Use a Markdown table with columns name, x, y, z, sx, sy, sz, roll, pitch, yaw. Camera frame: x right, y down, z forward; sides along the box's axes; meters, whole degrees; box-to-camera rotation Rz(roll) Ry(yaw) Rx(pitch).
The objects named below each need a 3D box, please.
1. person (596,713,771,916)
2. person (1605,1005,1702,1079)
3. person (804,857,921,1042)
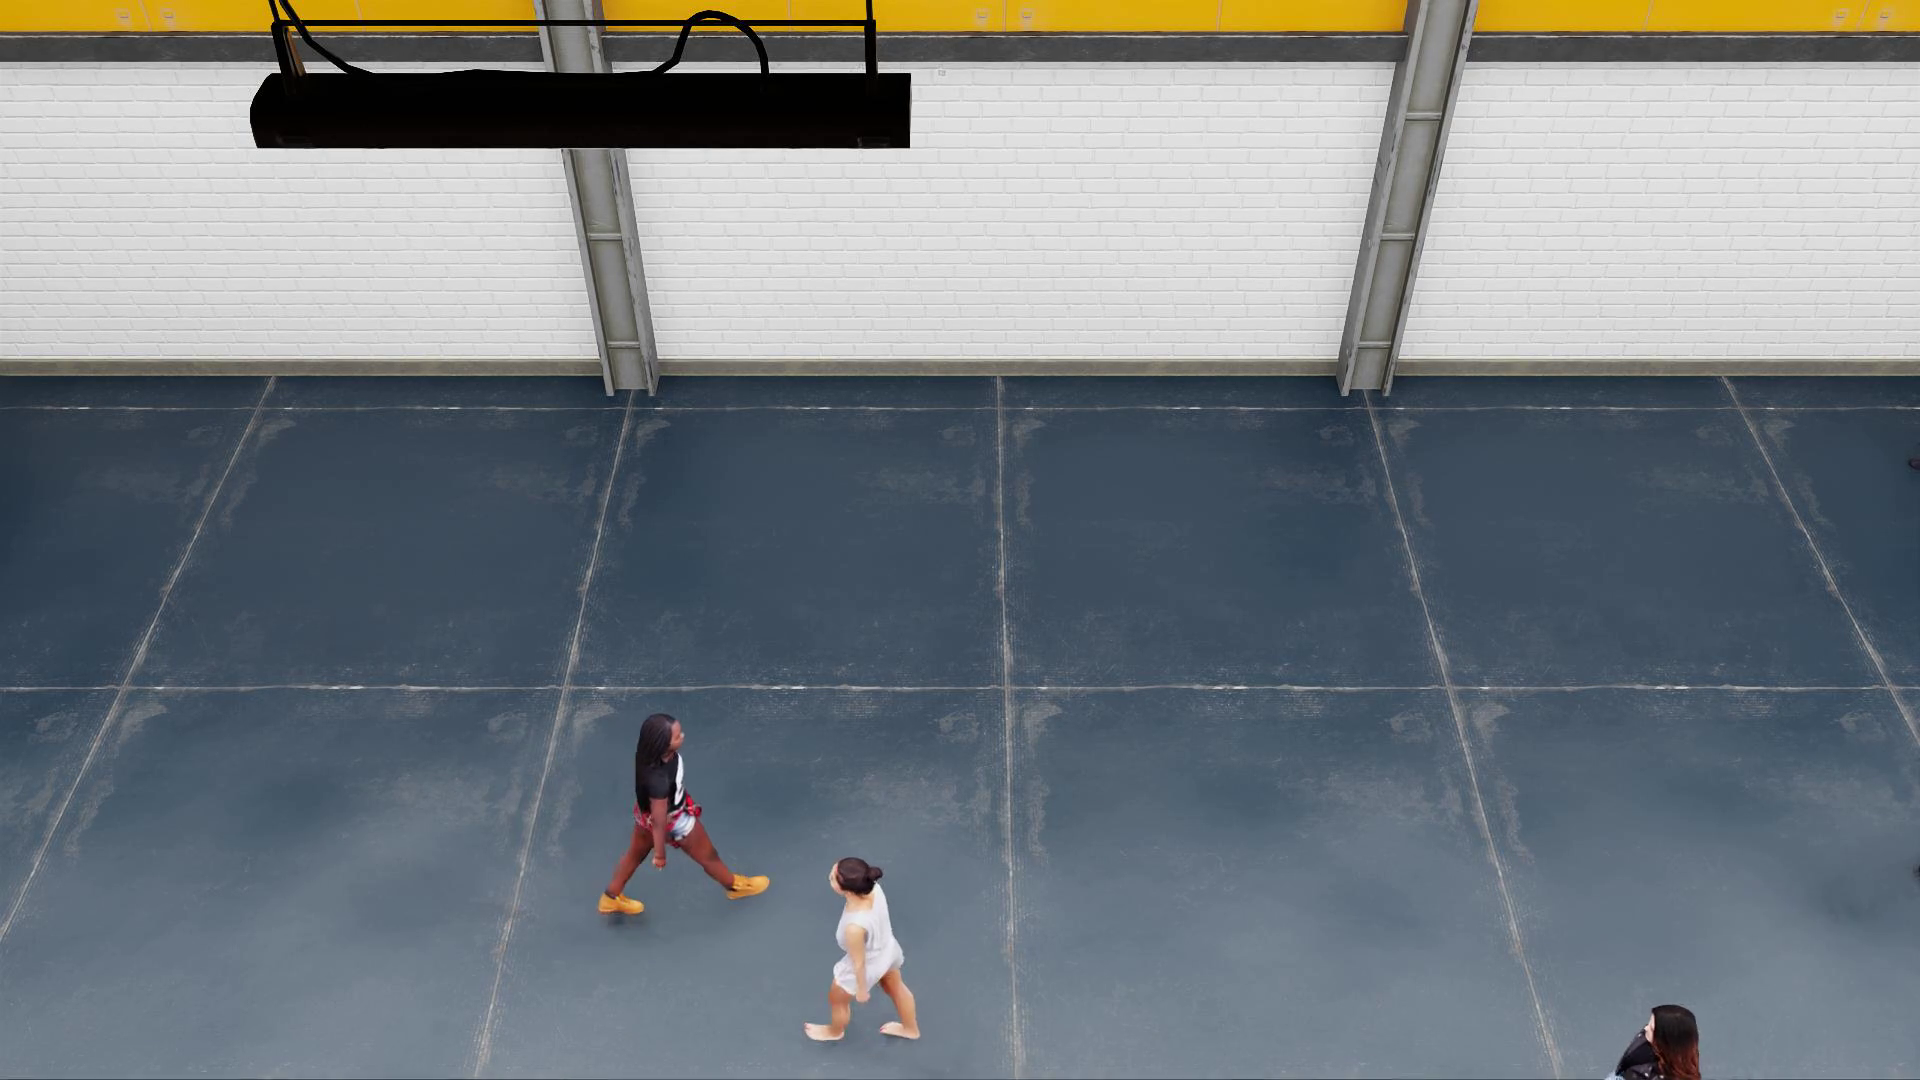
| name | x | y | z | sx | sy | sz | roll | pitch | yaw |
| --- | --- | --- | --- | --- | --- | --- | --- | --- | --- |
| person | -1.758 | 1.624 | 9.423 | 1.313 | 1.667 | 0.888 | -11 | 45 | -12 |
| person | 3.468 | 2.785 | 8.242 | 0.807 | 1.615 | 0.666 | -4 | 44 | -4 |
| person | -0.414 | 2.243 | 8.832 | 0.924 | 1.586 | 0.699 | 9 | 44 | 9 |
